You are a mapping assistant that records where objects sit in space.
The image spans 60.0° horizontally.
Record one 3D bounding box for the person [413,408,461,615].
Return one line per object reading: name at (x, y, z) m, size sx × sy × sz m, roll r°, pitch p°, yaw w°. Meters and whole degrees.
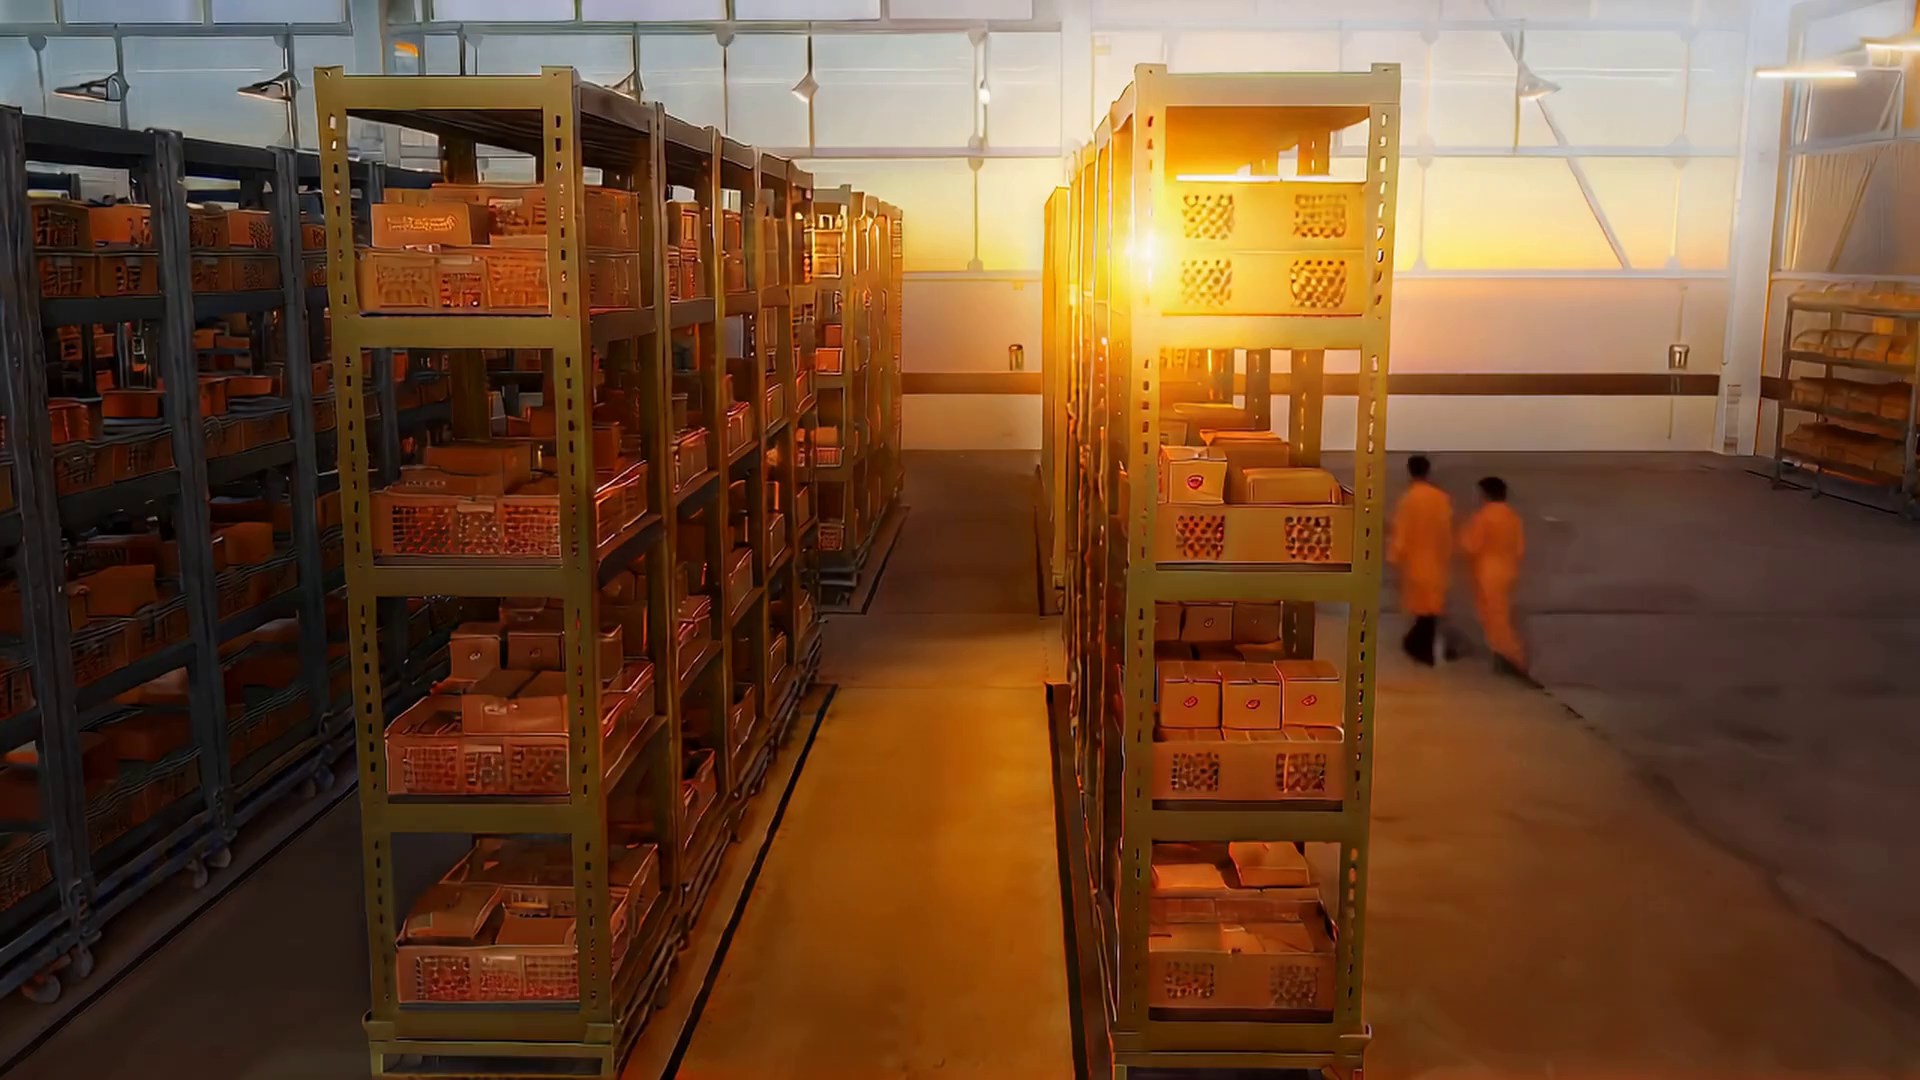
person at (-3.909, -0.104, 12.756) m, size 0.959 × 1.935 × 0.633 m, roll 3°, pitch 10°, yaw 17°
